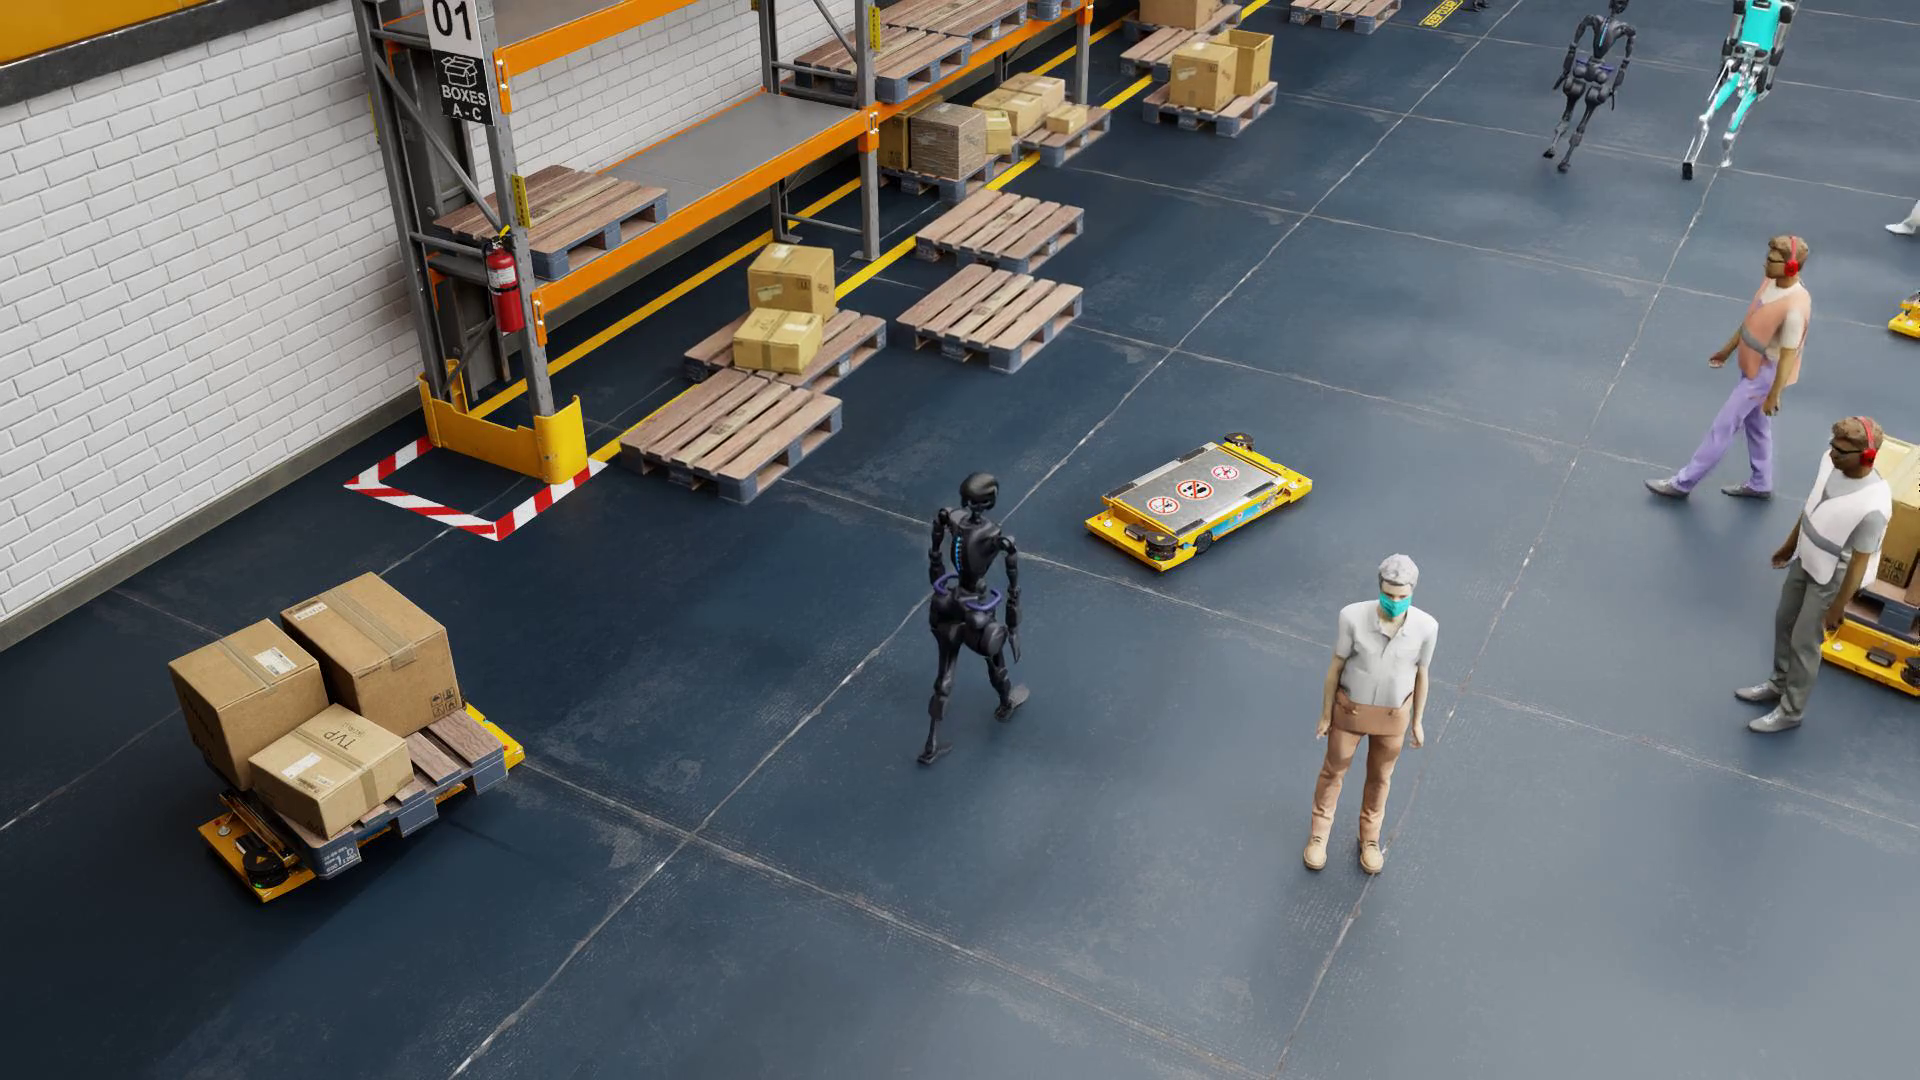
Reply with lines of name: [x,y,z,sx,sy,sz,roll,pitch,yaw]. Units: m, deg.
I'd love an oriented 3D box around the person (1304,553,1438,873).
person: [1.883,0.796,7.602,0.481,1.748,0.323,5,34,8]

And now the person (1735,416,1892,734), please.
person: [4.397,0.181,8.457,0.429,1.828,0.575,1,33,1]

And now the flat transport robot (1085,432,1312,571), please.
flat transport robot: [1.528,-0.259,10.540,1.431,0.231,0.659,-26,41,-34]

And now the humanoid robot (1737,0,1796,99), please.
humanoid robot: [8.074,-5.259,16.774,0.539,1.723,1.013,18,38,25]

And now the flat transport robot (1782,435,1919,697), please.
flat transport robot: [5.473,0.407,9.532,0.659,0.231,1.431,27,42,35]

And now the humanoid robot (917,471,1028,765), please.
humanoid robot: [0.058,0.347,8.392,0.592,1.629,0.787,22,39,30]

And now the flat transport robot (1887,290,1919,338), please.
flat transport robot: [7.840,-1.810,12.886,1.431,0.231,0.659,-26,42,-34]

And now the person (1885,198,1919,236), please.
person: [8.309,-3.315,13.948,0.777,1.592,0.508,4,34,7]

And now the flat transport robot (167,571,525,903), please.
flat transport robot: [-2.971,1.223,8.297,0.659,0.231,1.431,28,43,35]

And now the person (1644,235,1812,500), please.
person: [4.868,-1.047,10.340,0.818,1.805,0.582,7,34,11]

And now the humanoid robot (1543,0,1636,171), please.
humanoid robot: [5.770,-4.215,15.258,0.627,1.627,0.453,20,38,27]

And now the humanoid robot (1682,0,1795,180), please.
humanoid robot: [6.971,-4.118,15.069,0.958,1.771,0.543,-28,42,-35]

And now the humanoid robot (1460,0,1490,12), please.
humanoid robot: [6.188,-7.115,19.623,0.599,1.657,0.315,-29,43,-36]
